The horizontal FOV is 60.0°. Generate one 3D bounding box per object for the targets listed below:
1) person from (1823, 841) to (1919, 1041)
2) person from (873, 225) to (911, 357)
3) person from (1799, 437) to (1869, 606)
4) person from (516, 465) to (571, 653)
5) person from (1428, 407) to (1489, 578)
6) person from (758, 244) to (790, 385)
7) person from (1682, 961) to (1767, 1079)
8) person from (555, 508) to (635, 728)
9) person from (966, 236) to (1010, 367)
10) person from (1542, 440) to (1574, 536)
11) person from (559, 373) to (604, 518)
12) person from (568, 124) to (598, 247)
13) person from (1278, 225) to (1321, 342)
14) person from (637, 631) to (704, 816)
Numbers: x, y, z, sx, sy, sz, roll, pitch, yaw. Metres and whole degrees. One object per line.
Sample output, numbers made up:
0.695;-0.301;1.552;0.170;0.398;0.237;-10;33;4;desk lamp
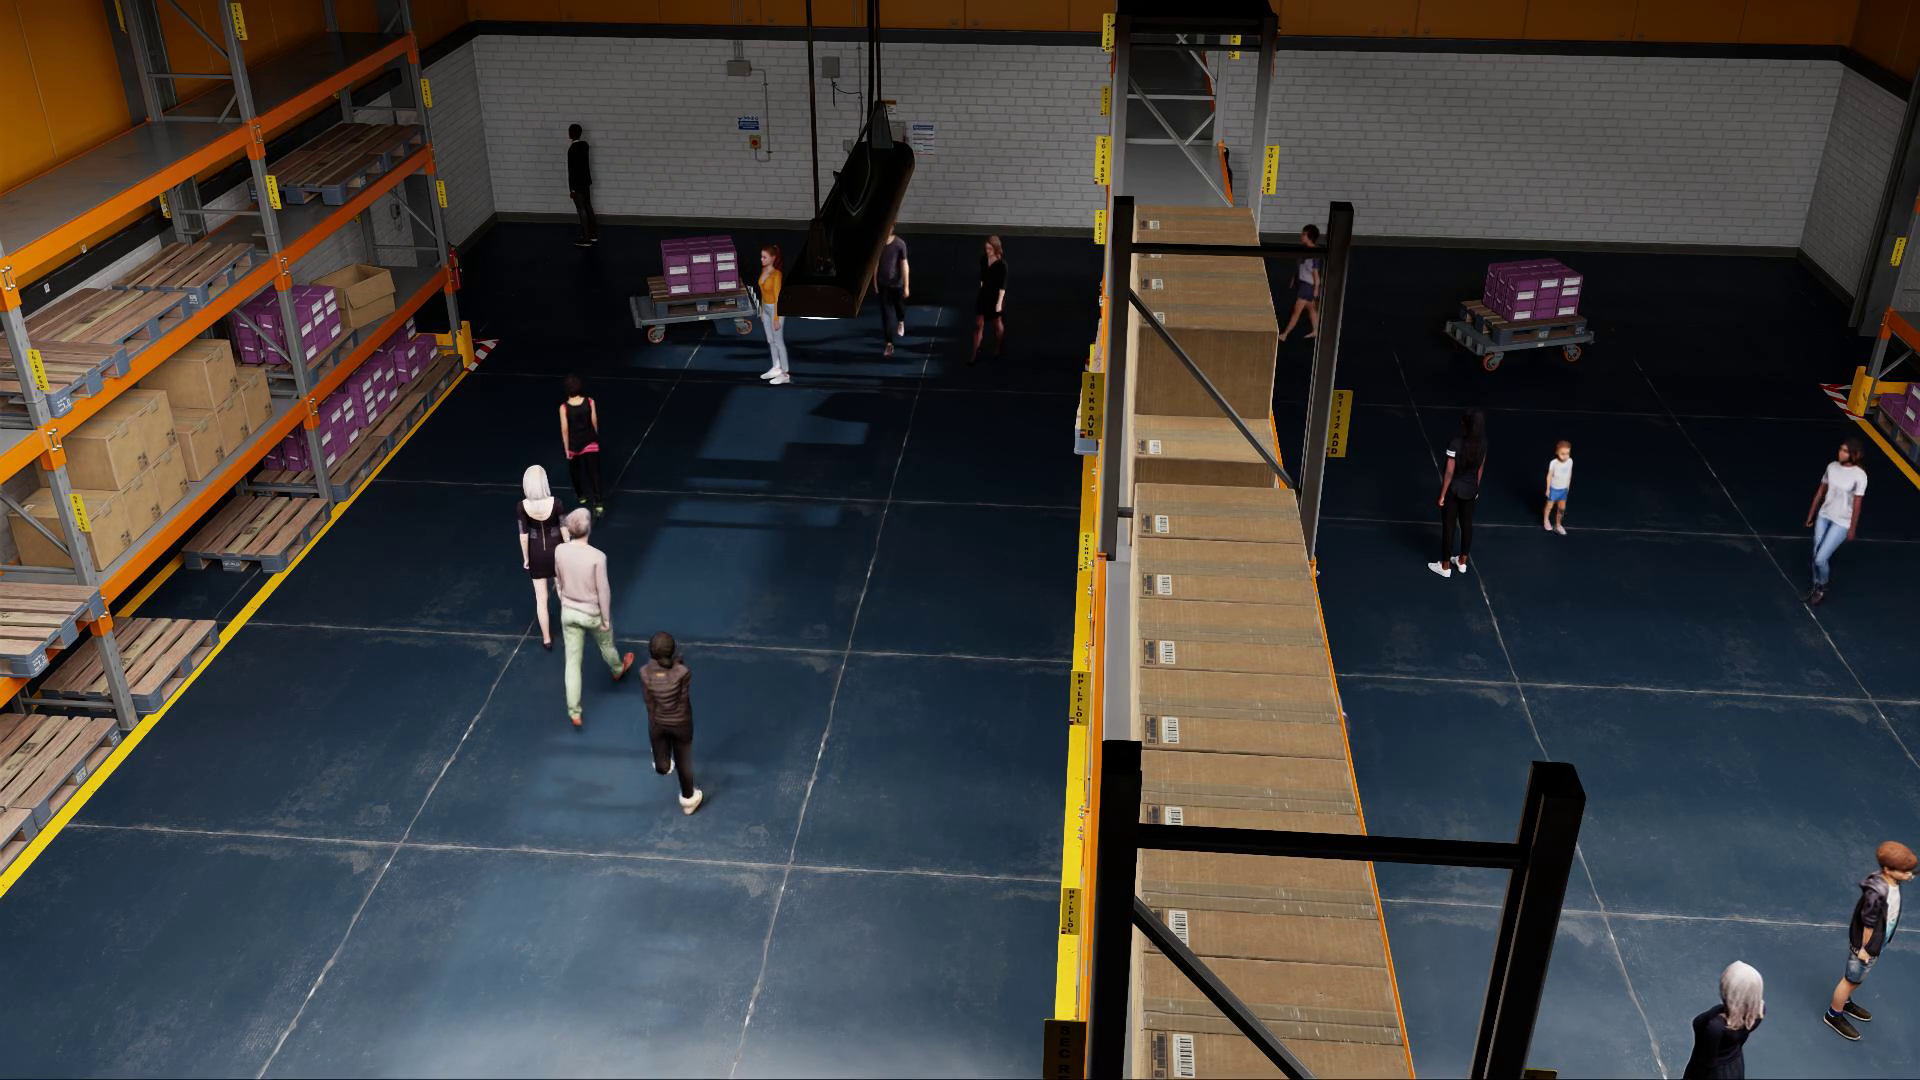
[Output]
5.882;2.554;10.740;0.687;1.447;0.613;24;37;37;person
-0.861;-3.265;21.119;0.665;1.724;1.165;1;29;2;person
8.185;-0.171;15.460;0.782;1.710;0.695;-11;30;-19;person
-3.655;0.158;14.733;0.644;1.830;0.595;-6;29;-11;person
4.805;-0.474;15.981;0.692;1.744;0.697;-11;30;-19;person
-2.257;-2.749;20.147;0.727;1.747;0.649;-16;32;-27;person
4.278;3.076;9.470;0.697;1.747;0.743;-18;33;-29;person
-3.137;0.695;13.770;0.789;1.809;1.279;4;29;7;person
0.467;-2.999;20.681;0.876;1.676;1.000;21;35;34;person
6.060;-0.570;16.925;0.492;1.008;0.578;-4;29;-8;person
-3.867;-0.958;17.098;0.825;1.523;1.074;-10;30;-18;person
-5.644;-5.297;24.764;0.757;1.800;0.552;7;29;13;person
4.535;-3.288;21.361;0.797;1.531;0.943;-5;29;-9;person
-2.174;1.350;12.718;0.620;1.665;0.761;4;29;7;person
